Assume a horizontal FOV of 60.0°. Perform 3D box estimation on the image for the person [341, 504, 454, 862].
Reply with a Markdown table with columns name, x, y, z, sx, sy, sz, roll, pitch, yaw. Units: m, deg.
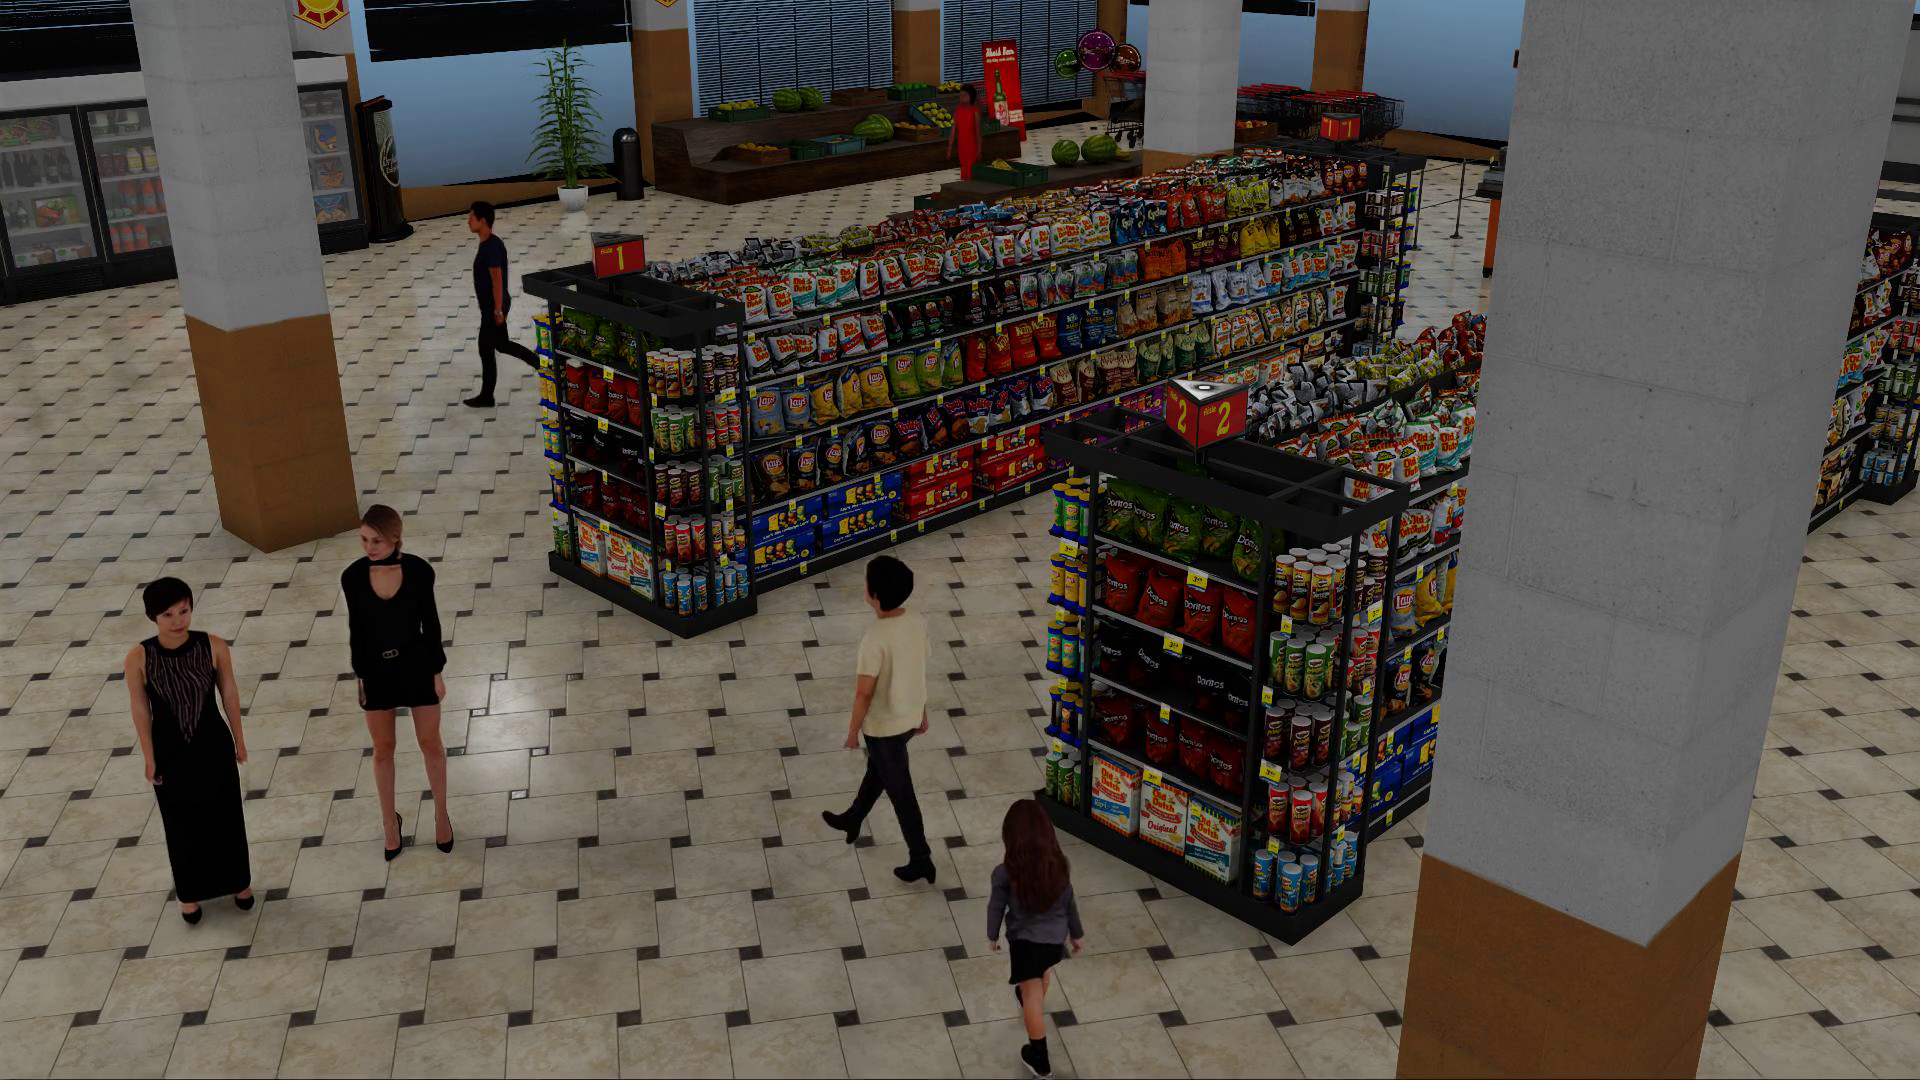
| name | x | y | z | sx | sy | sz | roll | pitch | yaw |
| --- | --- | --- | --- | --- | --- | --- | --- | --- | --- |
| person | -2.561 | 0.645 | 7.624 | 0.621 | 1.767 | 0.713 | -5 | 22 | -12 |

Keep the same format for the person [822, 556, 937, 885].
| name | x | y | z | sx | sy | sz | roll | pitch | yaw |
| --- | --- | --- | --- | --- | --- | --- | --- | --- | --- |
| person | -0.242 | 0.846 | 7.400 | 0.802 | 1.561 | 0.923 | 13 | 25 | 29 |

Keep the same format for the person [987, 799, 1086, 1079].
| name | x | y | z | sx | sy | sz | roll | pitch | yaw |
| --- | --- | --- | --- | --- | --- | --- | --- | --- | --- |
| person | 0.303 | 1.528 | 6.347 | 0.743 | 1.081 | 0.726 | -8 | 23 | -20 |

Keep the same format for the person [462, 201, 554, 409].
| name | x | y | z | sx | sy | sz | roll | pitch | yaw |
| --- | --- | --- | --- | --- | --- | --- | --- | --- | --- |
| person | -3.885 | -1.996 | 14.197 | 1.174 | 1.767 | 0.953 | -7 | 23 | -18 |

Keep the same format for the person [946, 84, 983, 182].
| name | x | y | z | sx | sy | sz | roll | pitch | yaw |
| --- | --- | --- | --- | --- | --- | --- | --- | --- | --- |
| person | 0.169 | -5.200 | 22.222 | 0.570 | 1.730 | 0.656 | 19 | 28 | 39 |

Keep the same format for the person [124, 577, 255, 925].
| name | x | y | z | sx | sy | sz | roll | pitch | yaw |
| --- | --- | --- | --- | --- | --- | --- | --- | --- | --- |
| person | -3.330 | 0.902 | 7.211 | 0.521 | 1.600 | 0.677 | -13 | 25 | -29 |
